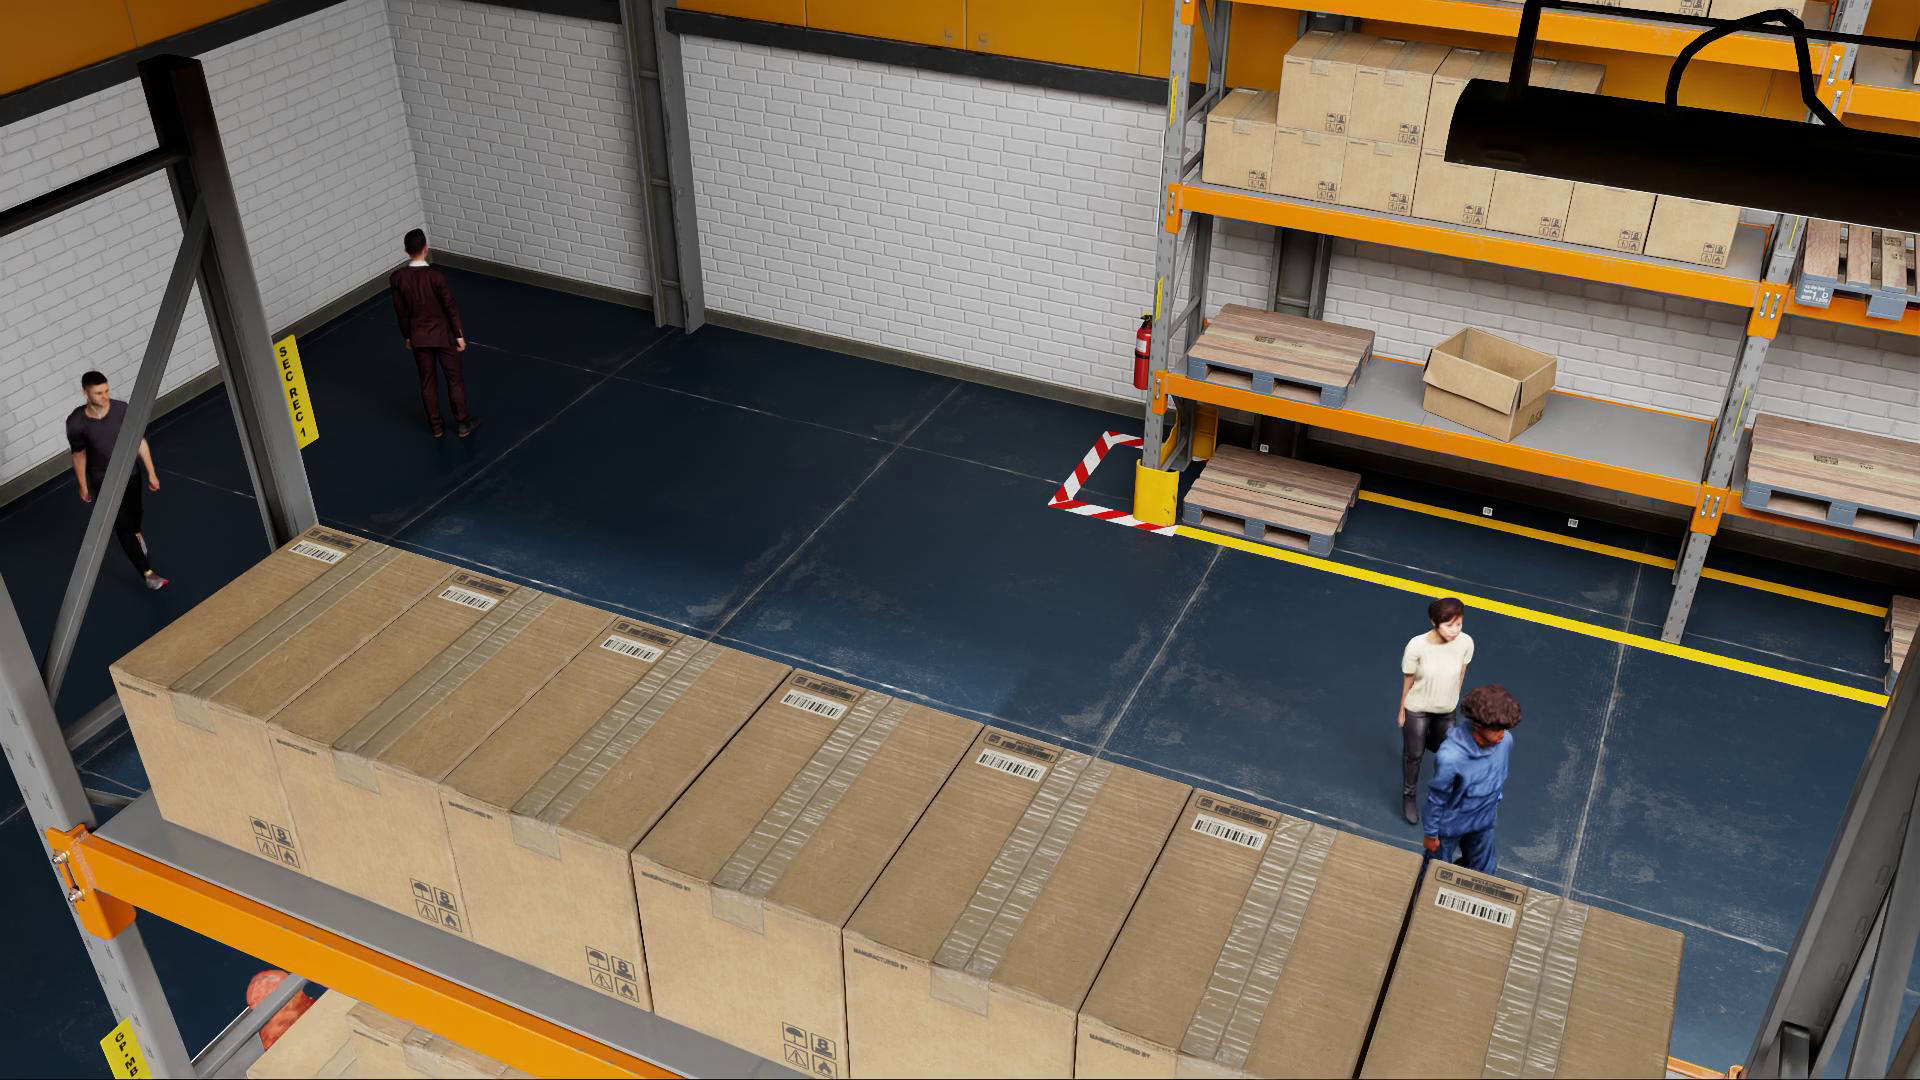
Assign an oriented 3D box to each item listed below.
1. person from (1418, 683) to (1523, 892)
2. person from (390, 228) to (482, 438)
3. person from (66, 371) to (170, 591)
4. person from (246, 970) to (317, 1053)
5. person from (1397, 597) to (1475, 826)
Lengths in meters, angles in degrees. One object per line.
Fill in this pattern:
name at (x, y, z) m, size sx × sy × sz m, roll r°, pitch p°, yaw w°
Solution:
person at (2.738, 1.471, 9.268) m, size 0.831 × 1.791 × 0.883 m, roll -13°, pitch 36°, yaw -19°
person at (-4.438, -1.724, 14.008) m, size 0.683 × 1.865 × 0.827 m, roll 1°, pitch 34°, yaw 2°
person at (-6.270, -0.501, 12.309) m, size 0.989 × 1.710 × 1.285 m, roll -23°, pitch 40°, yaw -30°
person at (-2.821, 2.626, 7.513) m, size 0.763 × 1.810 × 0.741 m, roll 2°, pitch 34°, yaw 3°
person at (2.853, 0.982, 10.199) m, size 0.886 × 1.574 × 0.891 m, roll -3°, pitch 34°, yaw -5°
